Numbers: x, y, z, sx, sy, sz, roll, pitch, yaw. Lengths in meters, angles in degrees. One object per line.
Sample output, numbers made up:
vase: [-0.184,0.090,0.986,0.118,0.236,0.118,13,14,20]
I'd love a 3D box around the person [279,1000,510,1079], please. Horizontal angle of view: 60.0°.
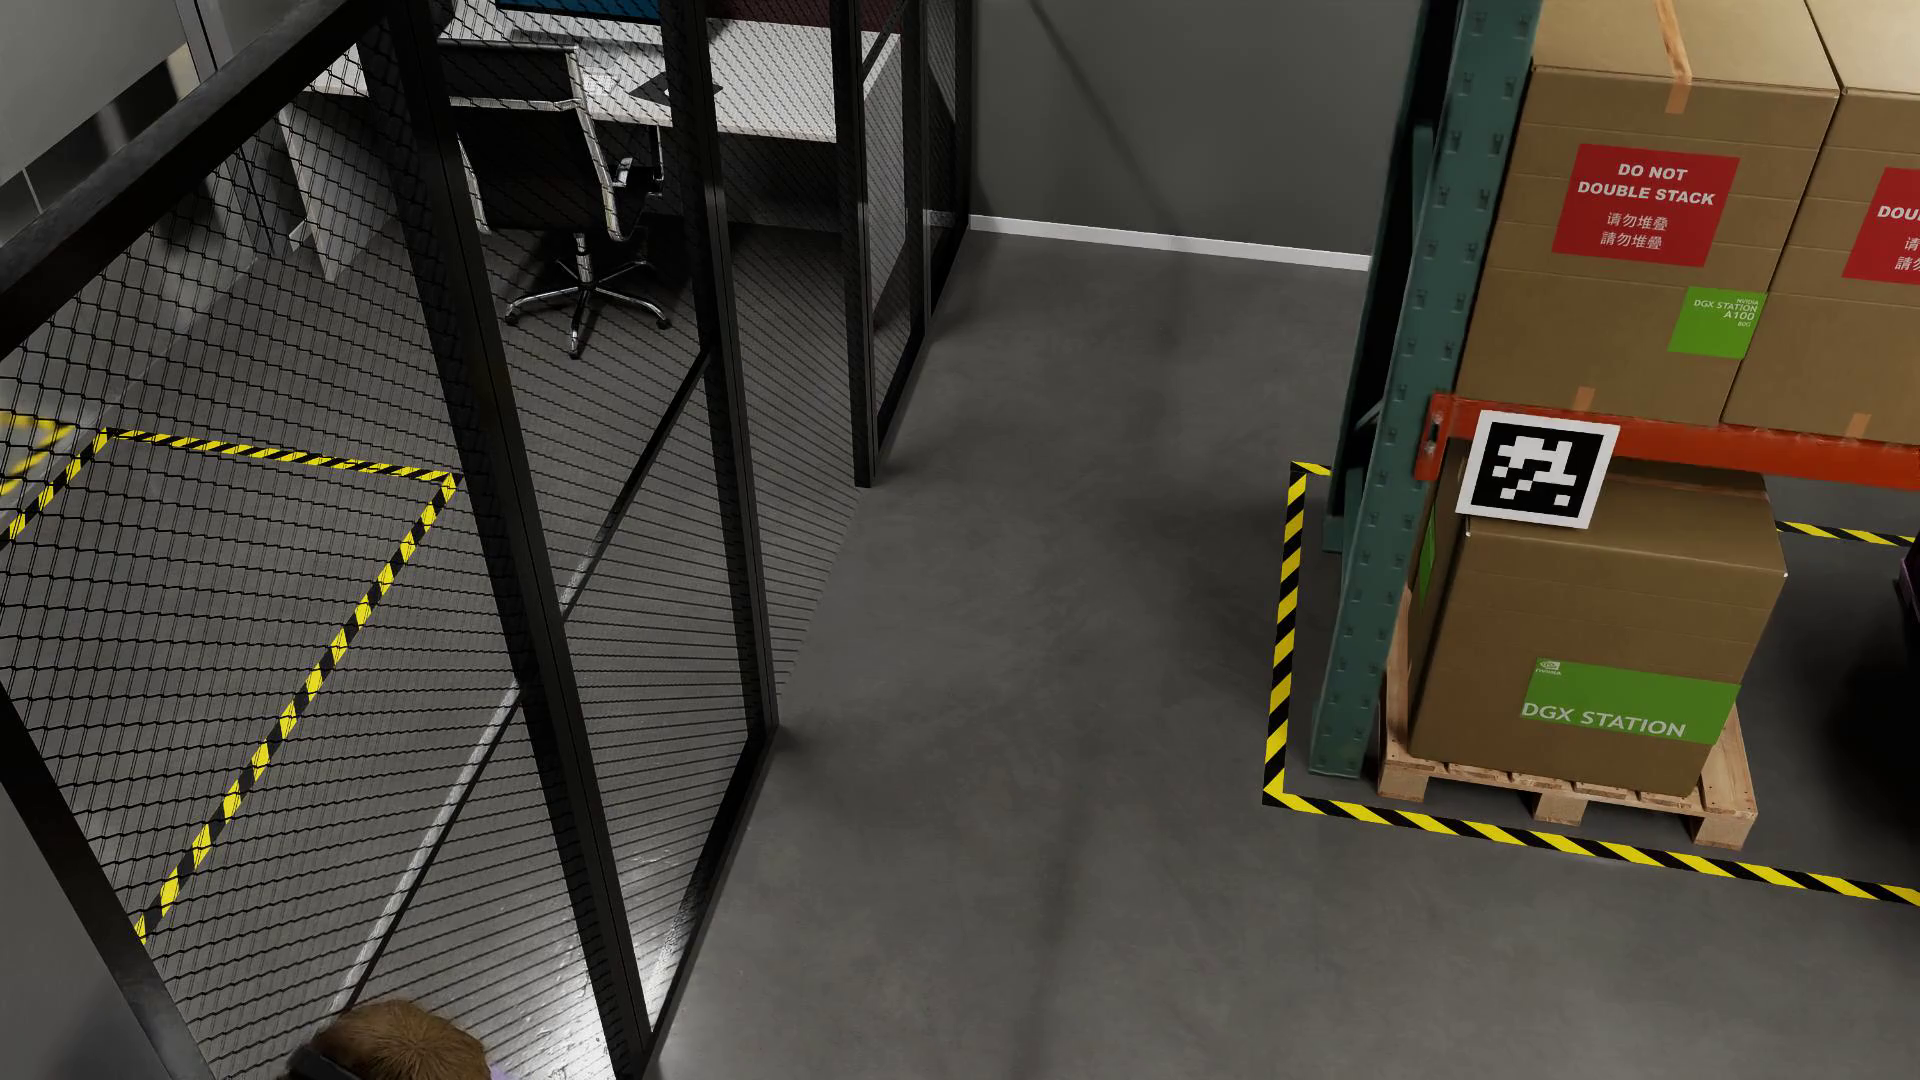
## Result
person: [-0.527,1.162,2.165,0.635,1.931,0.353,19,44,20]
